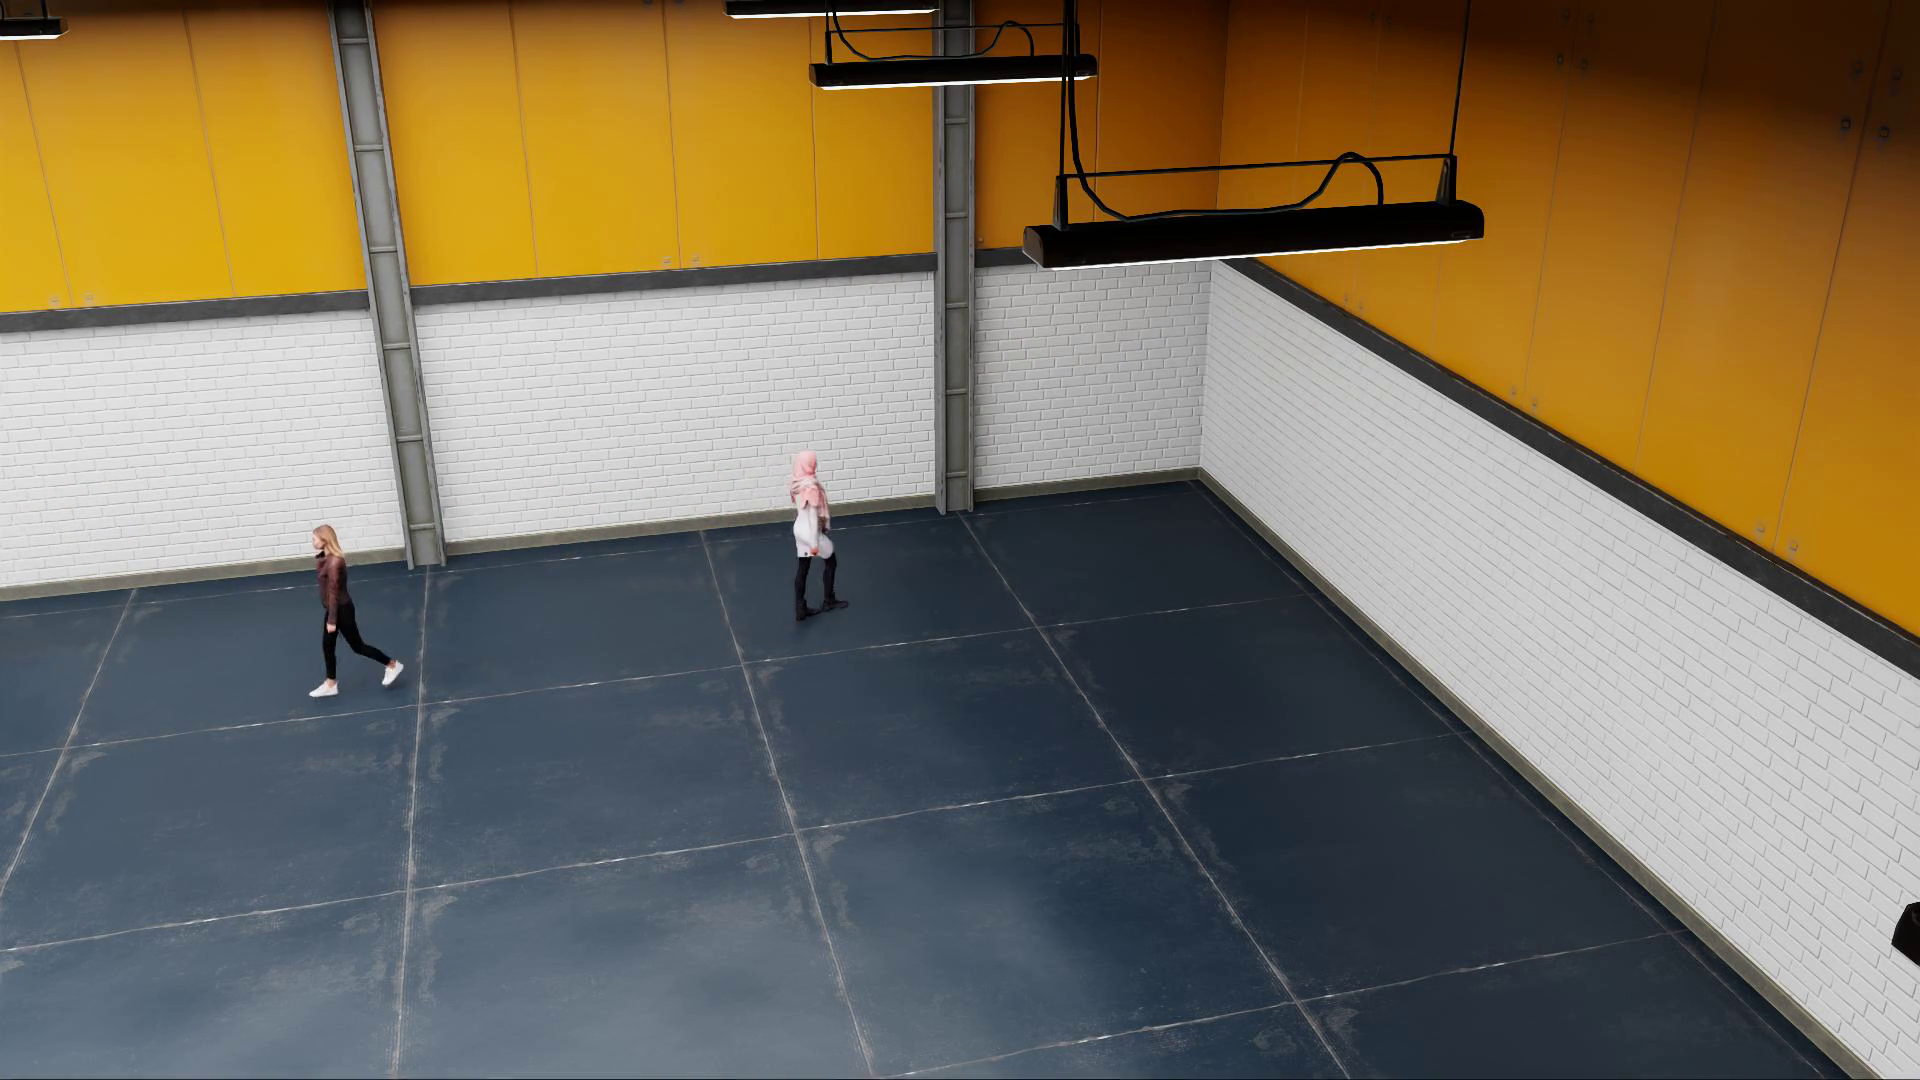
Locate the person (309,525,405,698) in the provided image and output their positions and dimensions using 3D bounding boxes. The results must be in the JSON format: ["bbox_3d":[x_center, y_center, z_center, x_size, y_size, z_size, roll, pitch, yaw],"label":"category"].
[{"bbox_3d":[-5.598,0.658,15.266,1.139,1.676,0.786,-12,27,-26],"label":"person"}]

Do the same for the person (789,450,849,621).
[{"bbox_3d":[-1.586,-0.020,16.676,0.911,1.788,0.812,-16,28,-32],"label":"person"}]
